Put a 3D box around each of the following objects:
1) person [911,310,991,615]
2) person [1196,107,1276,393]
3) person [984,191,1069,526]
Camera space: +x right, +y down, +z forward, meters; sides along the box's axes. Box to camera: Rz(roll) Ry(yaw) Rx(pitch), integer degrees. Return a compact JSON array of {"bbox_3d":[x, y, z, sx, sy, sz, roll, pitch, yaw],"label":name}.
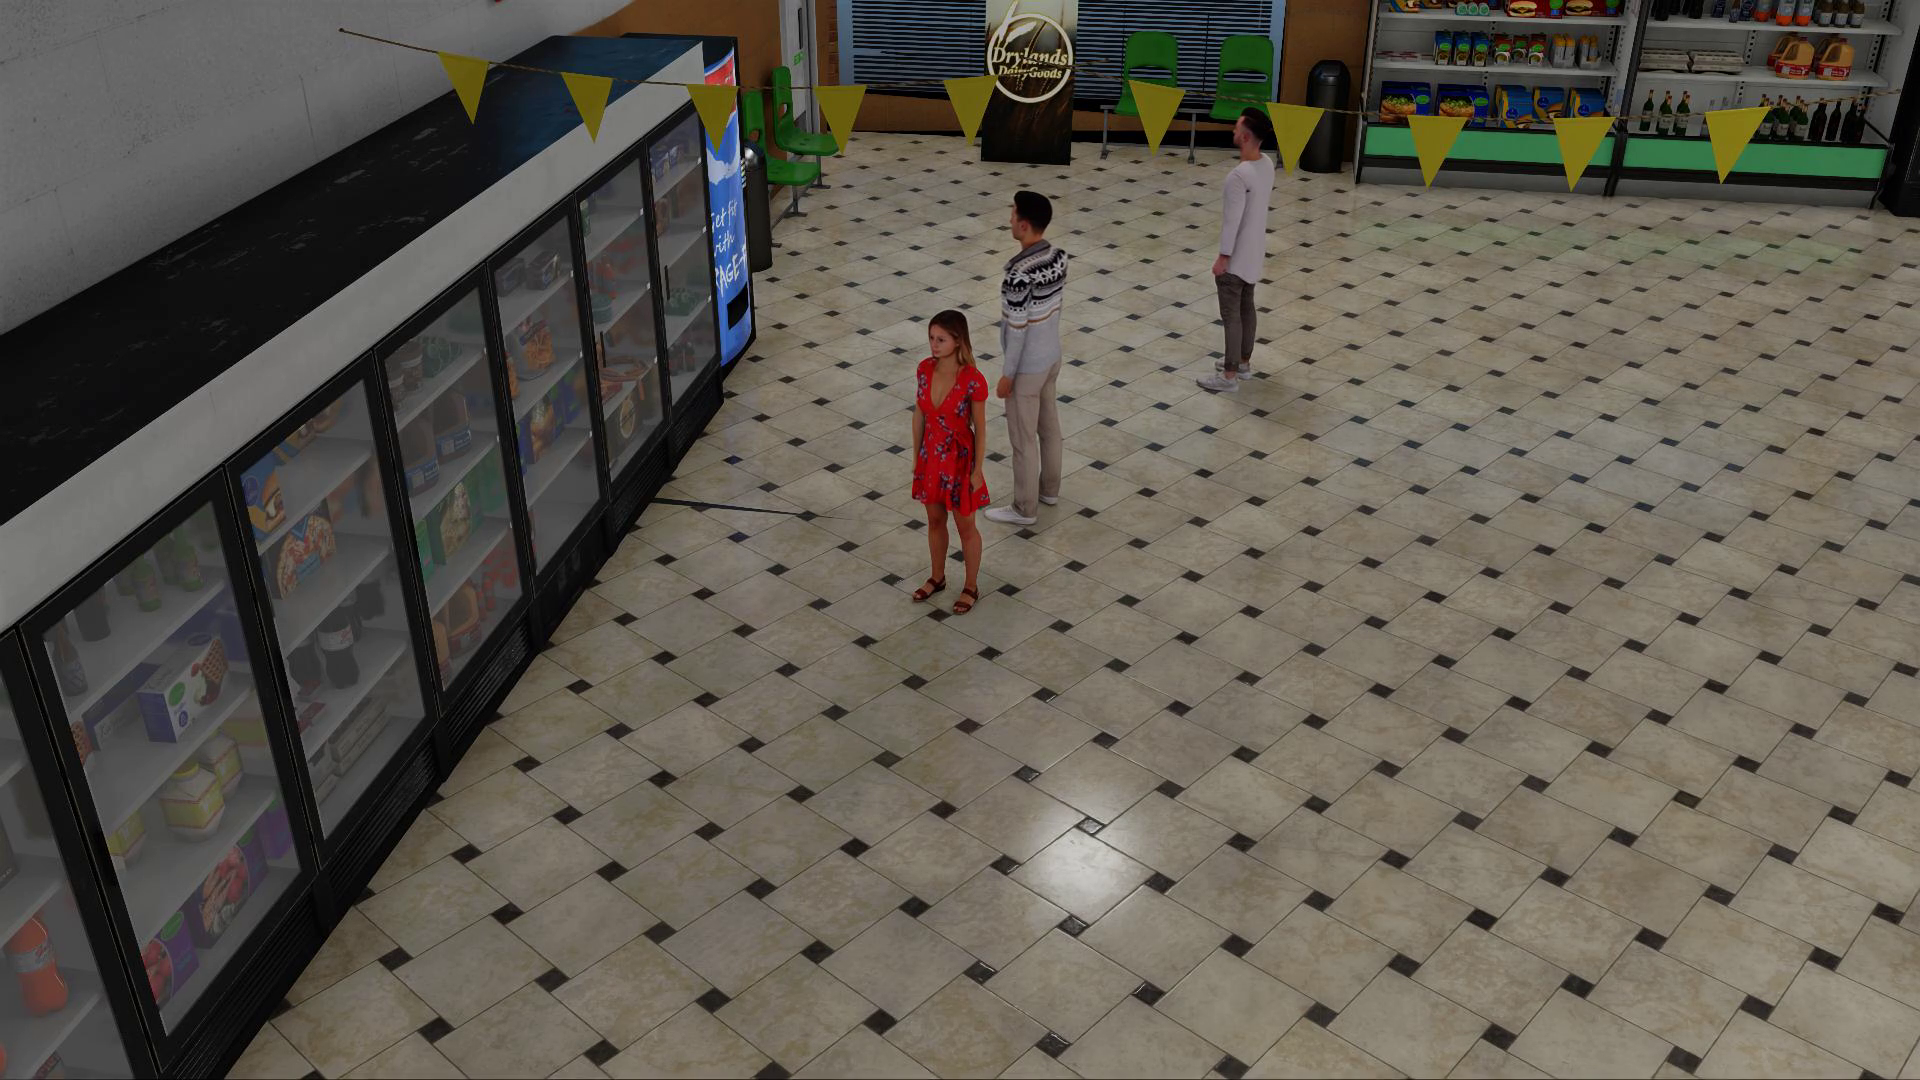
[{"bbox_3d":[-0.040,-0.385,8.213,0.598,1.592,0.707,17,33,29],"label":"person"},{"bbox_3d":[1.800,-1.858,10.656,0.708,1.835,0.744,17,33,28],"label":"person"},{"bbox_3d":[0.393,-0.981,9.023,0.705,1.862,0.753,16,32,27],"label":"person"}]
